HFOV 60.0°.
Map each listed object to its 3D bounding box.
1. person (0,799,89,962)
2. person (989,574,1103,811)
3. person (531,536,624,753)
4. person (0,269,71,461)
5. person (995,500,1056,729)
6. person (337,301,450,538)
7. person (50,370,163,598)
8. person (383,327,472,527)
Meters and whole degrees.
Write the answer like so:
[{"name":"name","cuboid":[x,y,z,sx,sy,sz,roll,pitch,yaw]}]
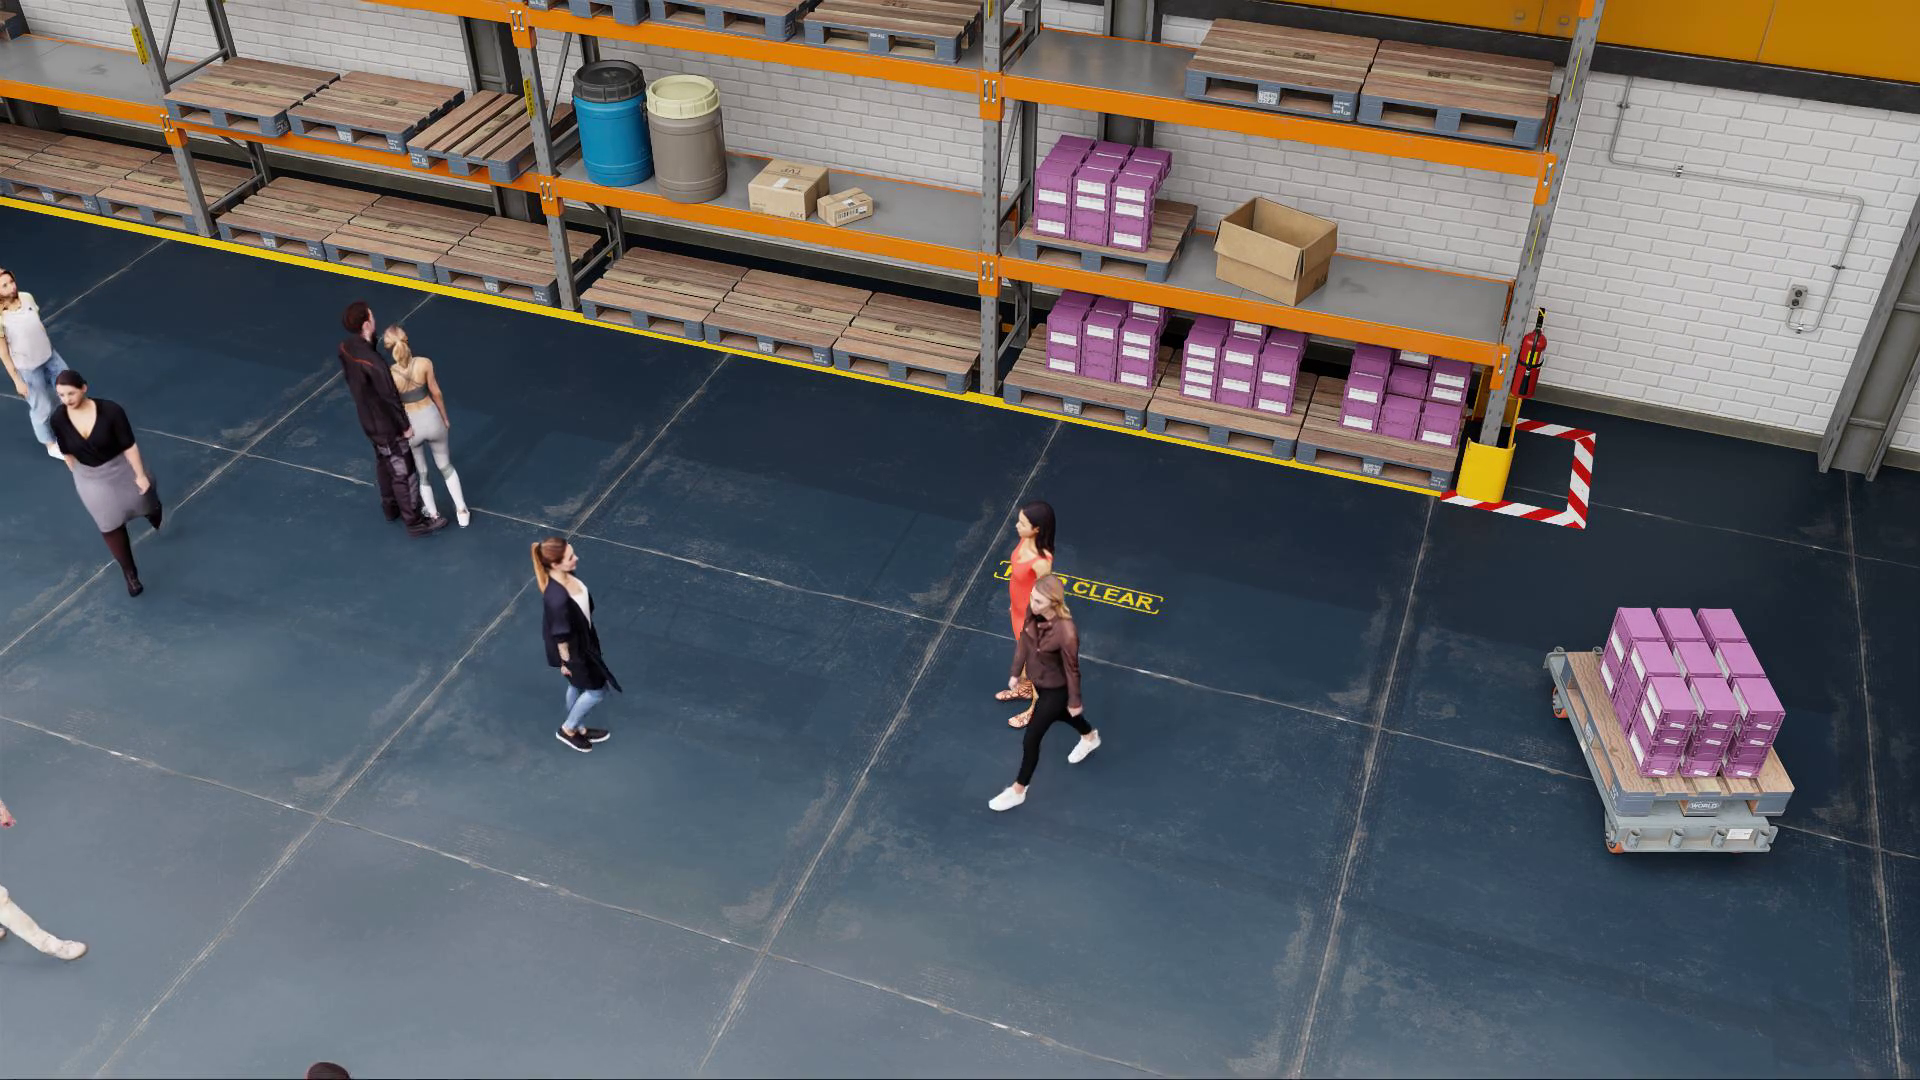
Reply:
[{"name":"person","cuboid":[-5.503,1.579,8.953,1.196,1.813,0.836,5,39,6]},{"name":"person","cuboid":[0.609,0.843,9.996,1.125,1.660,1.131,-21,43,-24]},{"name":"person","cuboid":[-2.472,0.655,10.221,0.832,1.674,0.770,-6,39,-8]},{"name":"person","cuboid":[-7.135,-1.331,12.682,0.701,1.706,0.657,10,40,13]},{"name":"person","cuboid":[0.448,0.451,10.440,0.704,1.719,0.670,-11,40,-13]},{"name":"person","cuboid":[-4.135,-0.856,11.922,0.862,1.911,0.725,-26,46,-29]},{"name":"person","cuboid":[-5.879,-0.477,11.588,1.086,1.736,1.088,-10,40,-12]},{"name":"person","cuboid":[-3.884,-0.797,12.007,0.743,1.714,0.804,-19,42,-22]}]
